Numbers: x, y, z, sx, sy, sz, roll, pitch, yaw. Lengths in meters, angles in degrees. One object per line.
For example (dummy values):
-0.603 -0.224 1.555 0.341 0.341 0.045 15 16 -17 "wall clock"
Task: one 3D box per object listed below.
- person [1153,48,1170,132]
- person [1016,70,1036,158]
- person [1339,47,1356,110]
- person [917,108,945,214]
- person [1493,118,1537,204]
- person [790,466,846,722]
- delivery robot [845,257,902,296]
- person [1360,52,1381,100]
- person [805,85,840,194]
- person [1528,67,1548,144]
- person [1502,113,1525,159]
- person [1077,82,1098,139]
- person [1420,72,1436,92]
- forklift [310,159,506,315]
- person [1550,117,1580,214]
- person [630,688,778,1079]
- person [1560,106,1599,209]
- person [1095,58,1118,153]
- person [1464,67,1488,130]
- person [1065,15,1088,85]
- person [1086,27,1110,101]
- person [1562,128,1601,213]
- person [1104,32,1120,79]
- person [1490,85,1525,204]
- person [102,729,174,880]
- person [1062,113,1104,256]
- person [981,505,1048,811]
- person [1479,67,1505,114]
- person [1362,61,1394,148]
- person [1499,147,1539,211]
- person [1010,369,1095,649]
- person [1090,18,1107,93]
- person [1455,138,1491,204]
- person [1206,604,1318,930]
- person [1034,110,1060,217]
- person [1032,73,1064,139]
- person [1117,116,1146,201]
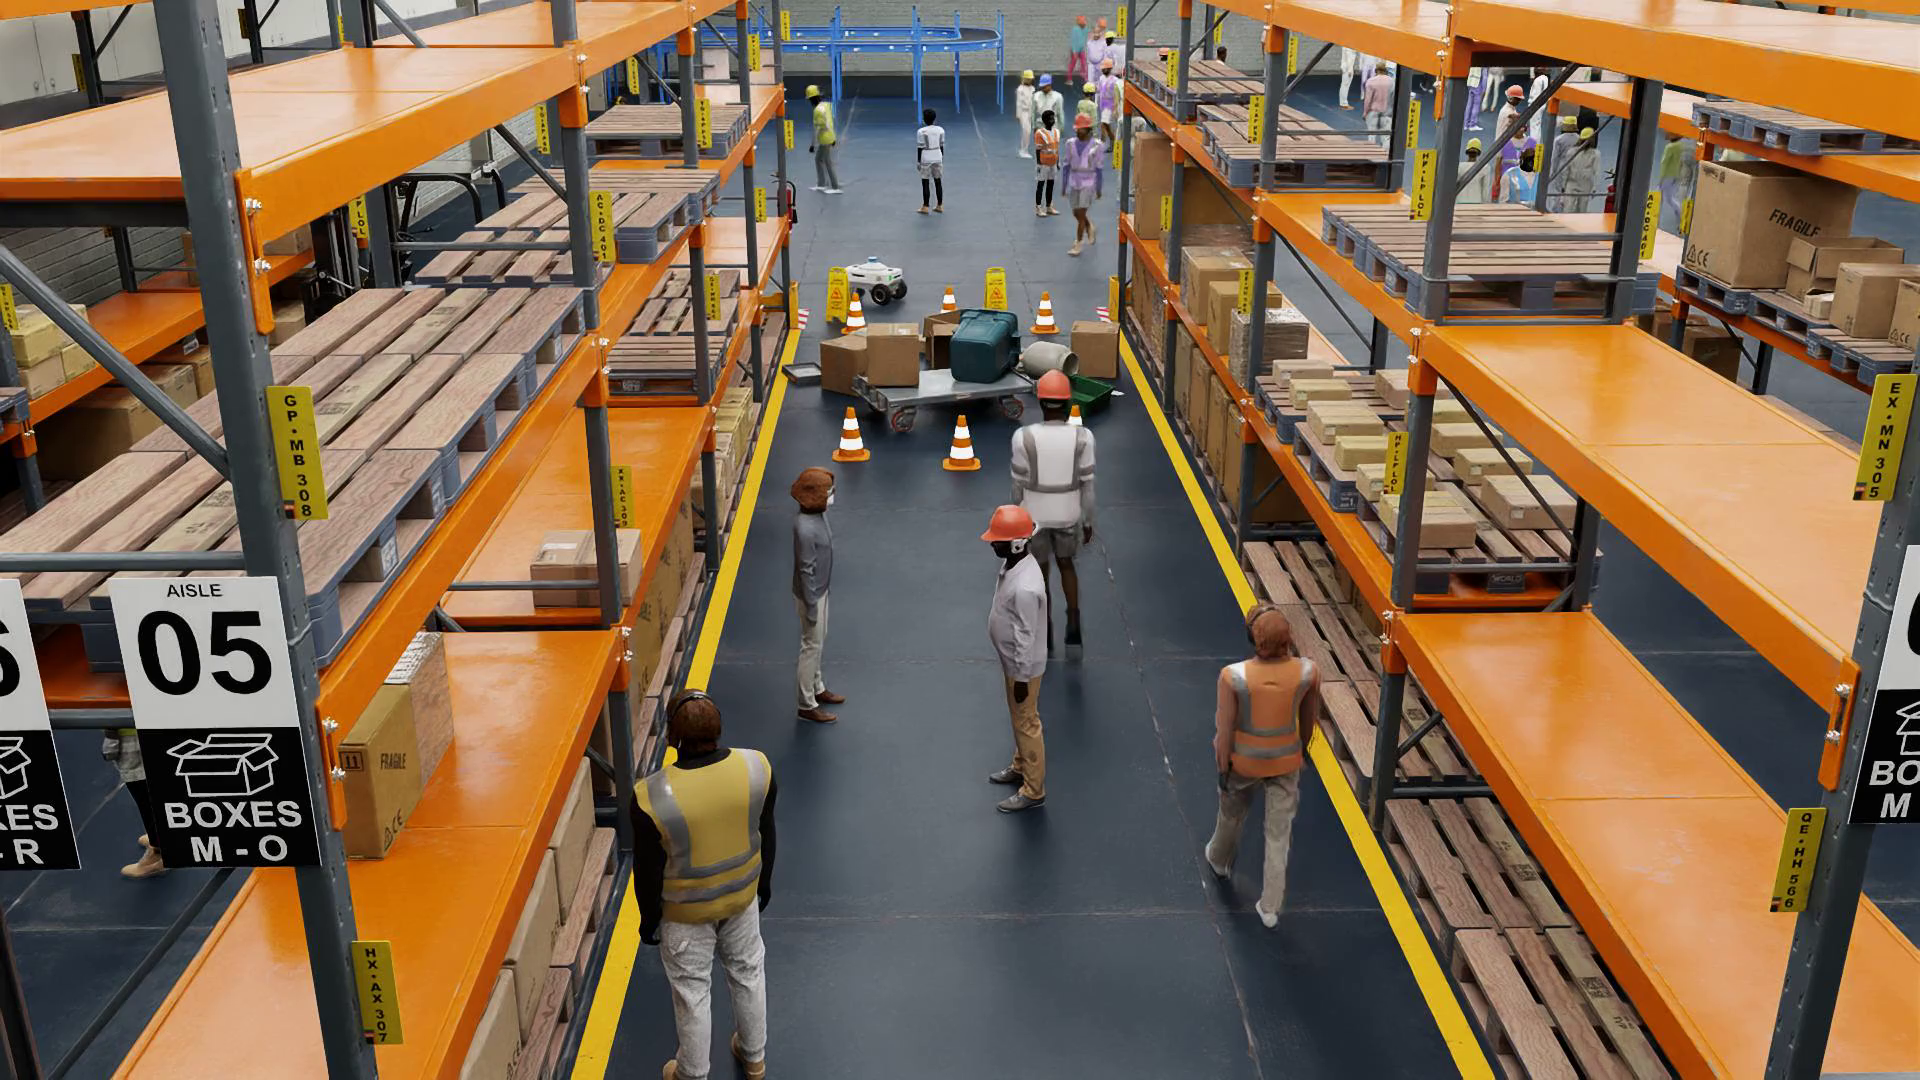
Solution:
4.435 -9.810 36.425 0.542 1.939 0.363 17 26 37 "person"
1.371 -8.509 33.264 0.453 1.727 0.506 18 27 39 "person"
9.707 -11.757 41.574 0.372 1.940 0.631 1 21 3 "person"
-0.481 -6.202 27.237 0.537 1.692 0.318 -14 25 -33 "person"
8.272 -5.389 24.870 0.571 1.843 0.373 4 21 10 "person"
-0.870 0.325 10.077 0.293 1.623 0.507 1 21 3 "person"
-1.105 -3.358 21.165 0.707 0.478 0.477 10 23 25 "delivery robot"
10.659 -12.280 43.220 0.530 1.749 0.369 3 21 9 "person"
-2.445 -6.971 29.018 0.740 1.866 0.640 3 21 7 "person"
11.624 -8.700 33.568 0.355 1.885 0.575 12 24 29 "person"
8.396 -5.542 25.274 0.374 1.843 0.575 1 21 3 "person"
2.343 -7.482 30.506 0.298 1.772 0.533 -14 25 -32 "person"
12.979 -13.305 45.775 0.616 1.862 1.031 2 21 5 "person"
-5.622 -2.910 17.832 2.313 2.155 1.214 -1 21 -1 "forklift"
9.502 -5.803 26.122 0.481 1.734 0.329 -1 21 -2 "person"
-1.043 1.452 6.794 0.627 1.844 0.429 -13 24 -31 "person"
10.290 -6.520 27.652 0.624 1.990 0.388 19 28 40 "person"
2.977 -8.839 33.915 0.678 1.924 0.552 -11 24 -28 "person"
11.680 -10.230 37.584 0.411 1.908 0.594 -8 22 -21 "person"
3.385 -13.914 47.283 0.659 1.929 1.054 -13 24 -31 "person"
3.610 -12.470 43.580 0.646 1.869 0.982 8 22 21 "person"
9.154 -5.204 24.576 0.496 1.699 0.868 8 22 20 "person"
3.814 -11.679 41.450 0.450 1.882 0.749 -1 21 -3 "person"
9.206 -6.636 27.988 0.411 1.979 0.624 11 23 26 "person"
-4.214 0.907 8.442 0.319 1.693 0.532 -2 21 -6 "person"
1.797 -5.156 24.033 0.614 2.015 0.877 12 24 29 "person"
0.293 0.632 9.102 0.358 1.743 0.562 -2 21 -6 "person"
13.053 -11.342 40.640 0.532 1.824 0.953 11 23 26 "person"
8.248 -8.441 32.810 0.633 1.936 0.355 -4 21 -11 "person"
7.312 -4.178 21.675 0.633 1.842 0.429 -4 21 -11 "person"
0.605 -0.168 10.979 0.540 1.917 0.502 -3 21 -8 "person"
3.837 -13.195 45.343 0.609 1.964 0.492 -10 23 -25 "person"
7.055 -4.677 23.098 0.531 1.768 0.311 3 21 8 "person"
1.471 1.050 8.185 0.521 1.607 0.793 -1 21 -2 "person"
1.421 -6.110 26.979 0.535 1.700 0.318 -18 28 -40 "person"
1.640 -7.653 30.754 0.629 1.925 0.625 9 23 22 "person"
2.919 -6.670 28.415 0.491 1.733 0.317 3 21 7 "person"
